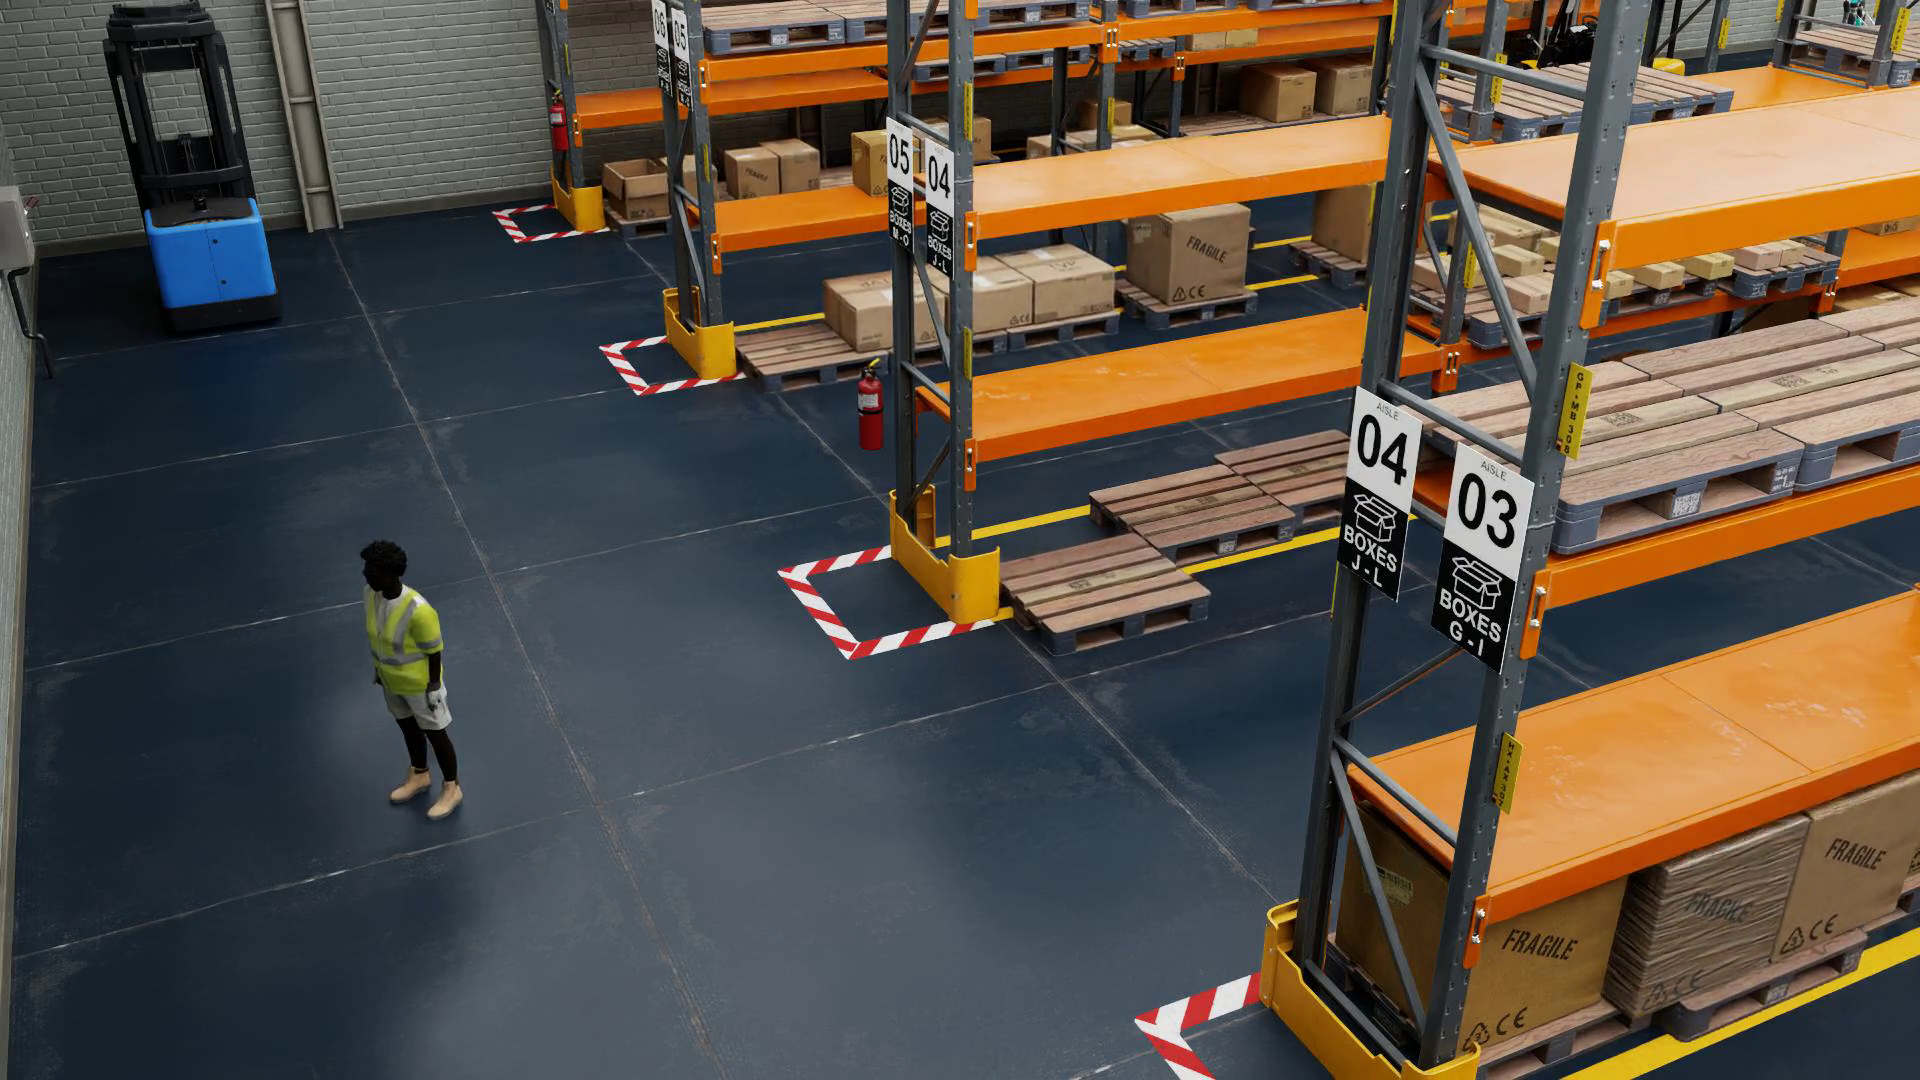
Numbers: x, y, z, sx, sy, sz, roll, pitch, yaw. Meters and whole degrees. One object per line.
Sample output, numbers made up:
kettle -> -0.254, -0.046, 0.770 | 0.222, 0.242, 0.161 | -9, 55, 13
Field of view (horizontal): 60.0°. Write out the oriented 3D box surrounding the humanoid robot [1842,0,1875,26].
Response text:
humanoid robot -> 14.038, -8.070, 25.818 | 0.533, 1.677, 0.735 | -19, 33, -33

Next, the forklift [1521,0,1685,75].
forklift -> 8.950, -6.807, 23.056 | 1.214, 2.155, 2.313 | -12, 30, -22

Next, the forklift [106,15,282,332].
forklift -> -7.548, -3.672, 16.323 | 1.129, 2.768, 1.873 | -12, 30, -22

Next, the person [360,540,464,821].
person -> -3.020, 0.759, 9.097 | 0.539, 1.694, 0.317 | 17, 32, 30
